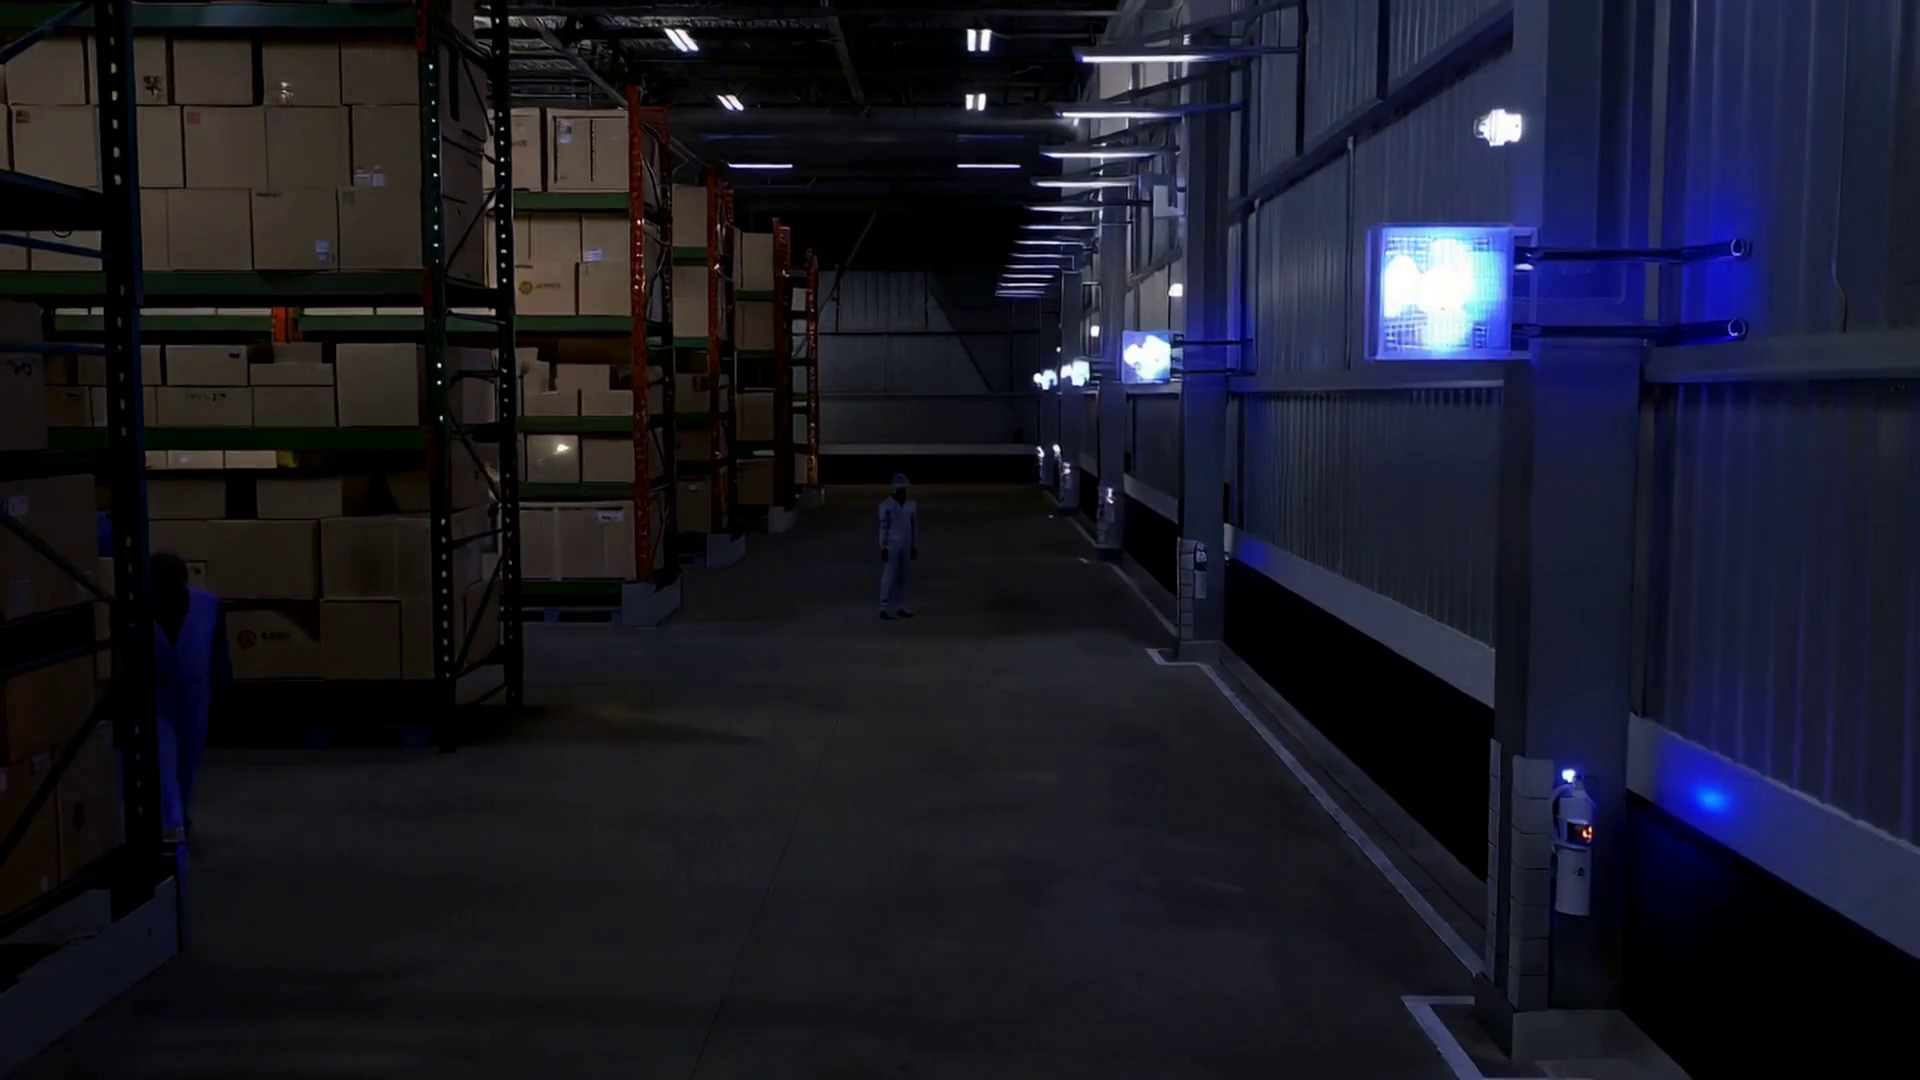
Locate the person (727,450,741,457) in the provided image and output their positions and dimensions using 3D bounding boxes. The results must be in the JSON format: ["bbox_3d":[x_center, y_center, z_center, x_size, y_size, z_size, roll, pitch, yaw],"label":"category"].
[{"bbox_3d":[-5.619,-1.898,41.821,0.797,1.879,0.638,0,5,1],"label":"person"}]

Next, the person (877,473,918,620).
[{"bbox_3d":[-0.710,0.075,19.605,0.565,1.742,0.352,-4,6,-41],"label":"person"}]

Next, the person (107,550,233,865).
[{"bbox_3d":[-4.598,0.916,9.678,0.645,1.785,1.003,-3,6,-35],"label":"person"}]
